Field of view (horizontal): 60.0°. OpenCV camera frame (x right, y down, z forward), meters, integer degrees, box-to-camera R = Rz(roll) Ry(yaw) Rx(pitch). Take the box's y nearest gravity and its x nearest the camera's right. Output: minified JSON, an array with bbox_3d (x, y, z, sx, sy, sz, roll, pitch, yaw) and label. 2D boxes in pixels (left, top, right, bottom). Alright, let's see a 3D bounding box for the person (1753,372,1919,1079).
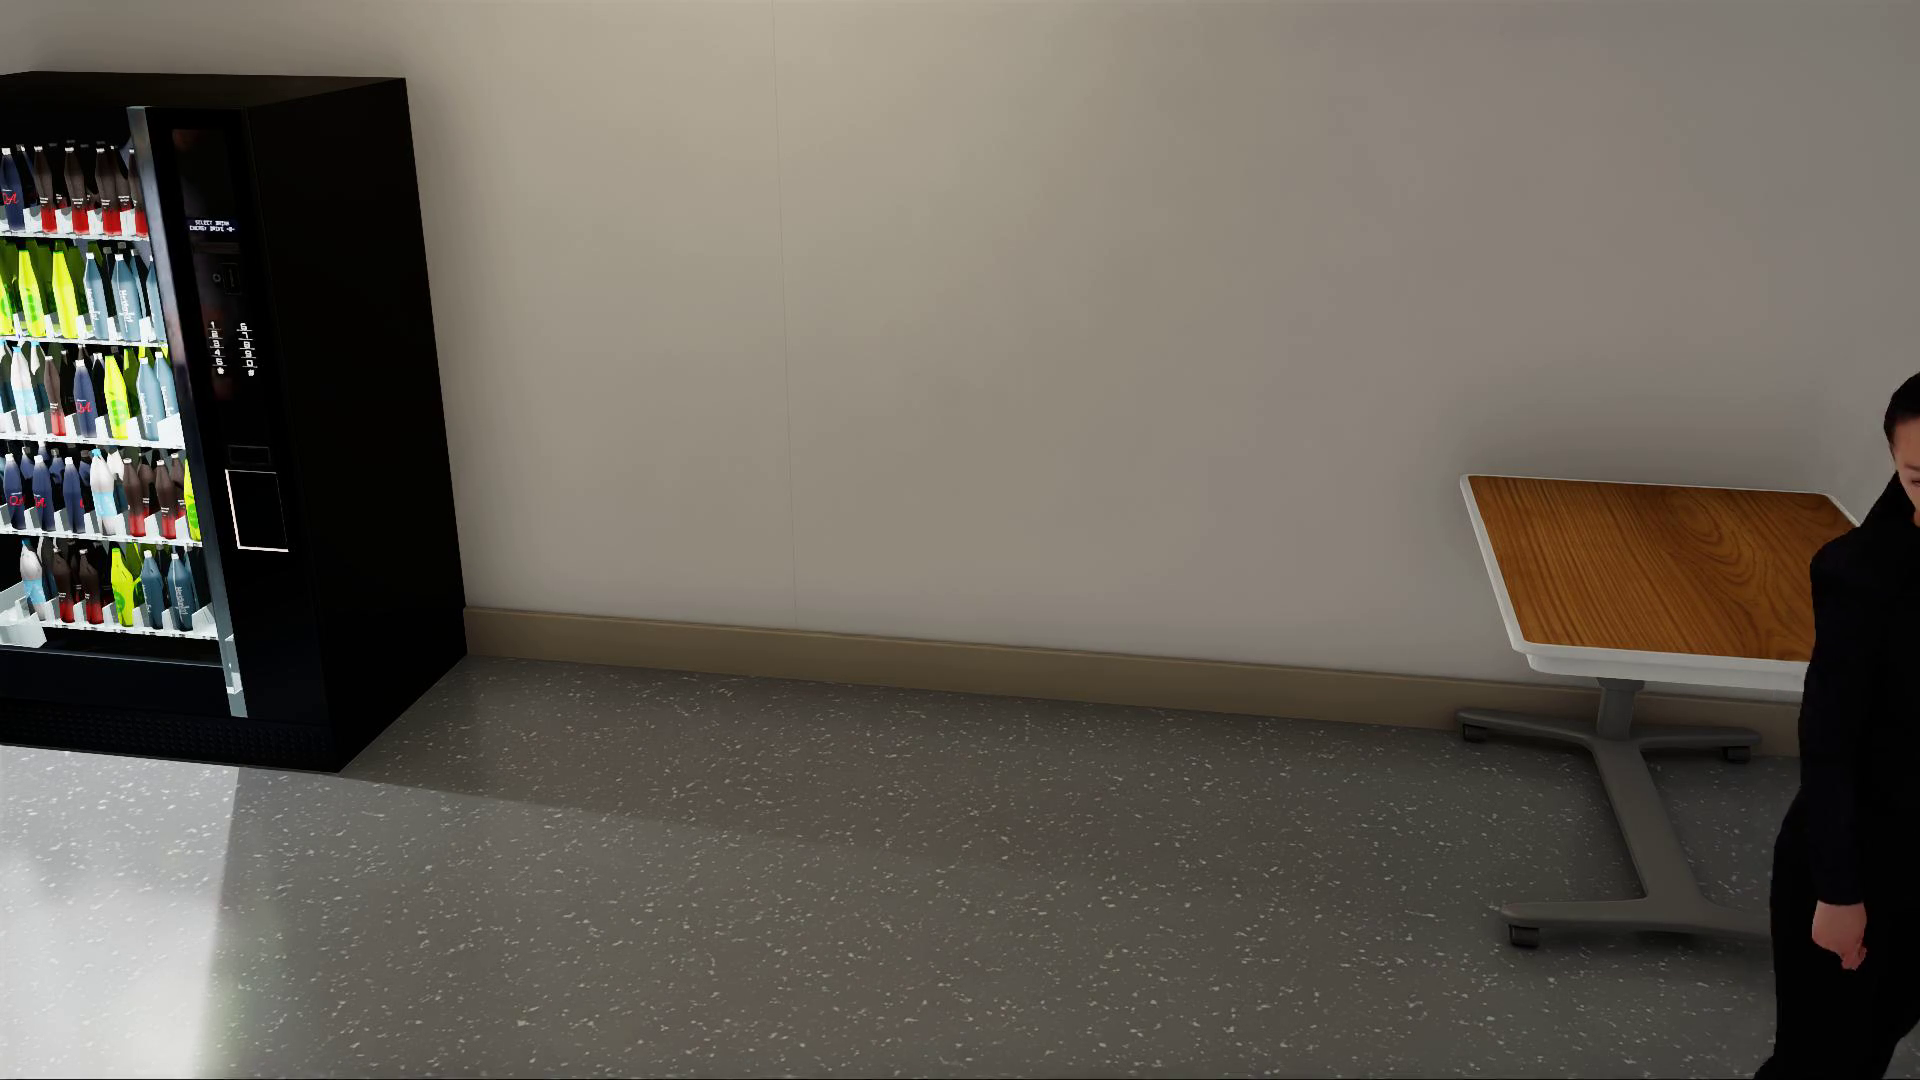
[{"bbox_3d":[1.456,0.518,2.681,0.672,1.698,0.787,-14,25,-33],"label":"person"}]
